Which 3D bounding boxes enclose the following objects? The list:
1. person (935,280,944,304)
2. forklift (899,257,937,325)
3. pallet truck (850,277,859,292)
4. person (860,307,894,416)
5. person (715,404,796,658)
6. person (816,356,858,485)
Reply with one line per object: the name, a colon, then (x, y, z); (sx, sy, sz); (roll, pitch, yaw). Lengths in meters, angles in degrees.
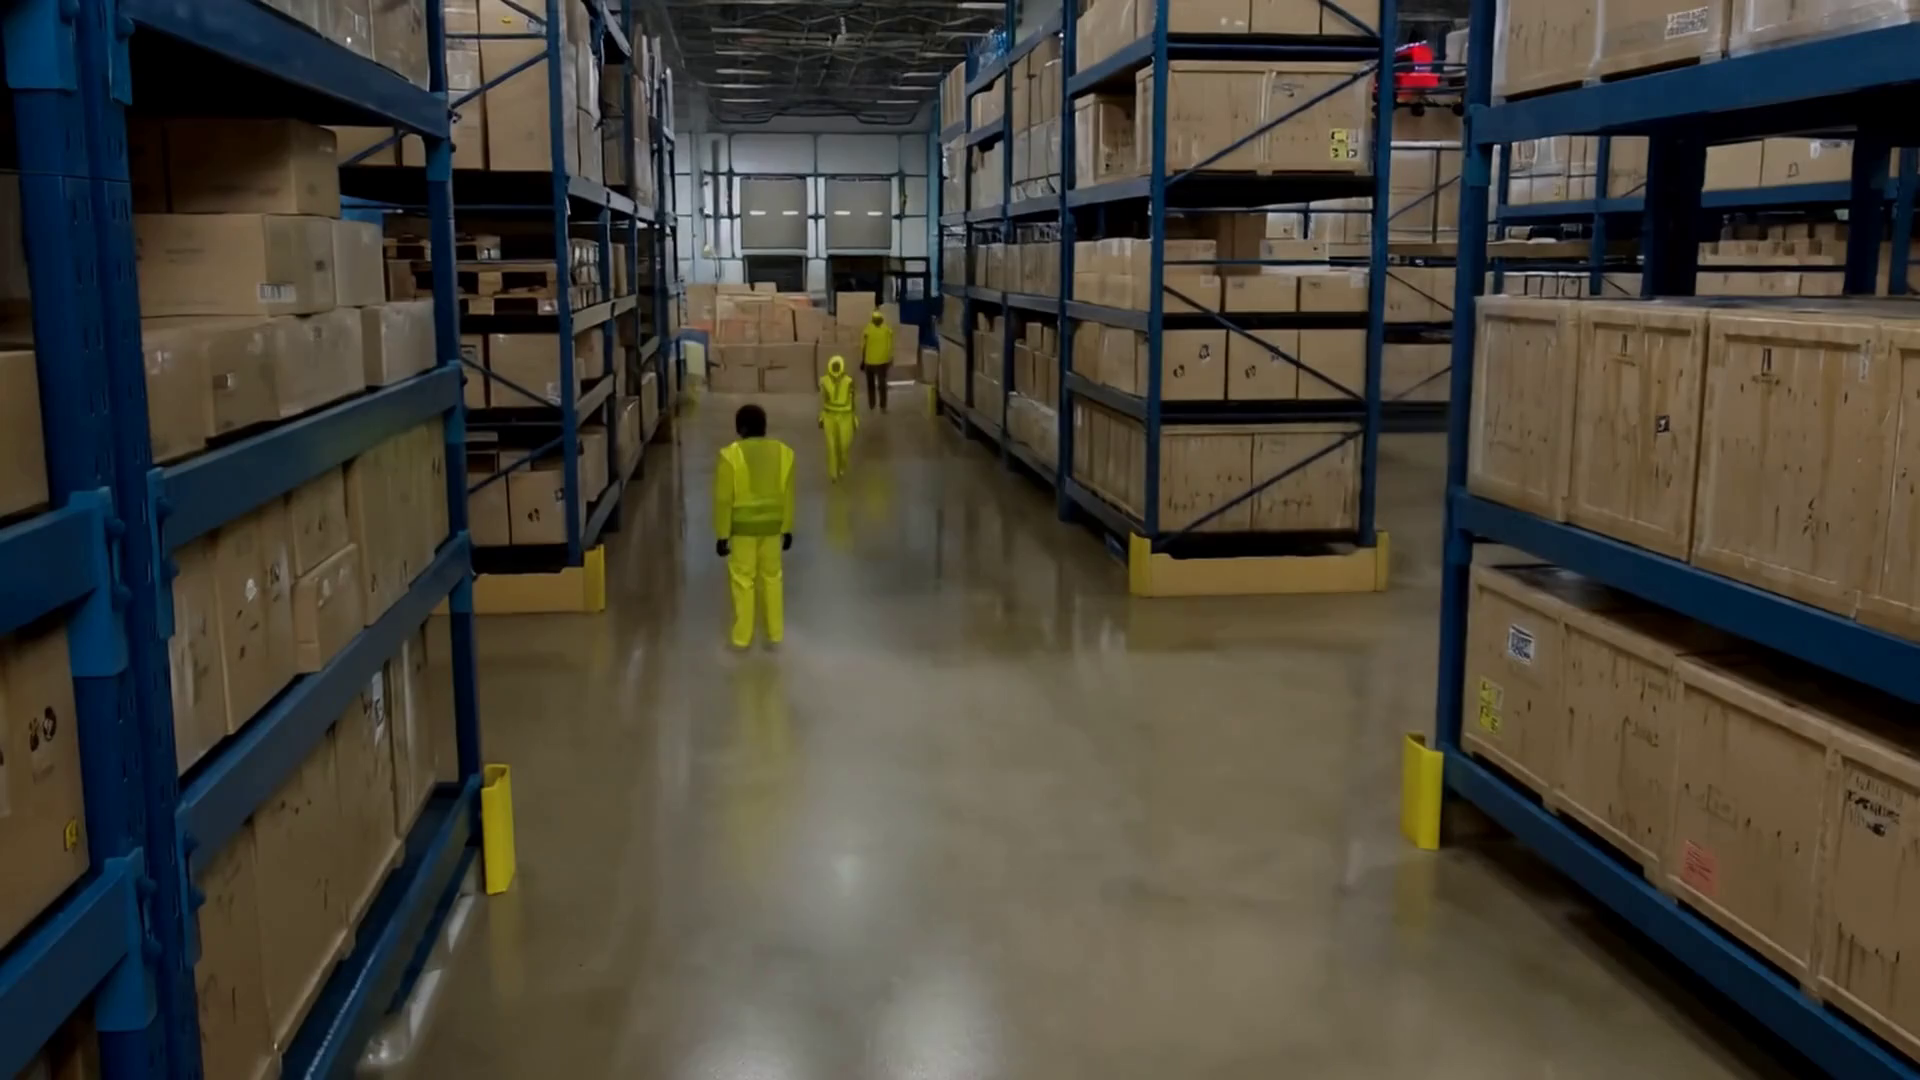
person: (-0.751, -9.236, 65.230); (0.934, 1.898, 0.544); (8, 13, 39)
forklift: (-1.358, -7.151, 50.199); (1.129, 2.768, 1.873); (2, 10, 10)
pallet truck: (-3.782, -9.391, 65.808); (1.885, 1.965, 0.823); (2, 10, 10)
person: (-1.508, -3.244, 30.183); (0.602, 1.954, 1.030); (-1, 10, -4)
person: (-1.481, -0.062, 11.987); (0.631, 1.833, 0.429); (-7, 12, -37)
person: (-1.558, -1.523, 21.074); (0.532, 1.630, 0.417); (0, 10, -2)
